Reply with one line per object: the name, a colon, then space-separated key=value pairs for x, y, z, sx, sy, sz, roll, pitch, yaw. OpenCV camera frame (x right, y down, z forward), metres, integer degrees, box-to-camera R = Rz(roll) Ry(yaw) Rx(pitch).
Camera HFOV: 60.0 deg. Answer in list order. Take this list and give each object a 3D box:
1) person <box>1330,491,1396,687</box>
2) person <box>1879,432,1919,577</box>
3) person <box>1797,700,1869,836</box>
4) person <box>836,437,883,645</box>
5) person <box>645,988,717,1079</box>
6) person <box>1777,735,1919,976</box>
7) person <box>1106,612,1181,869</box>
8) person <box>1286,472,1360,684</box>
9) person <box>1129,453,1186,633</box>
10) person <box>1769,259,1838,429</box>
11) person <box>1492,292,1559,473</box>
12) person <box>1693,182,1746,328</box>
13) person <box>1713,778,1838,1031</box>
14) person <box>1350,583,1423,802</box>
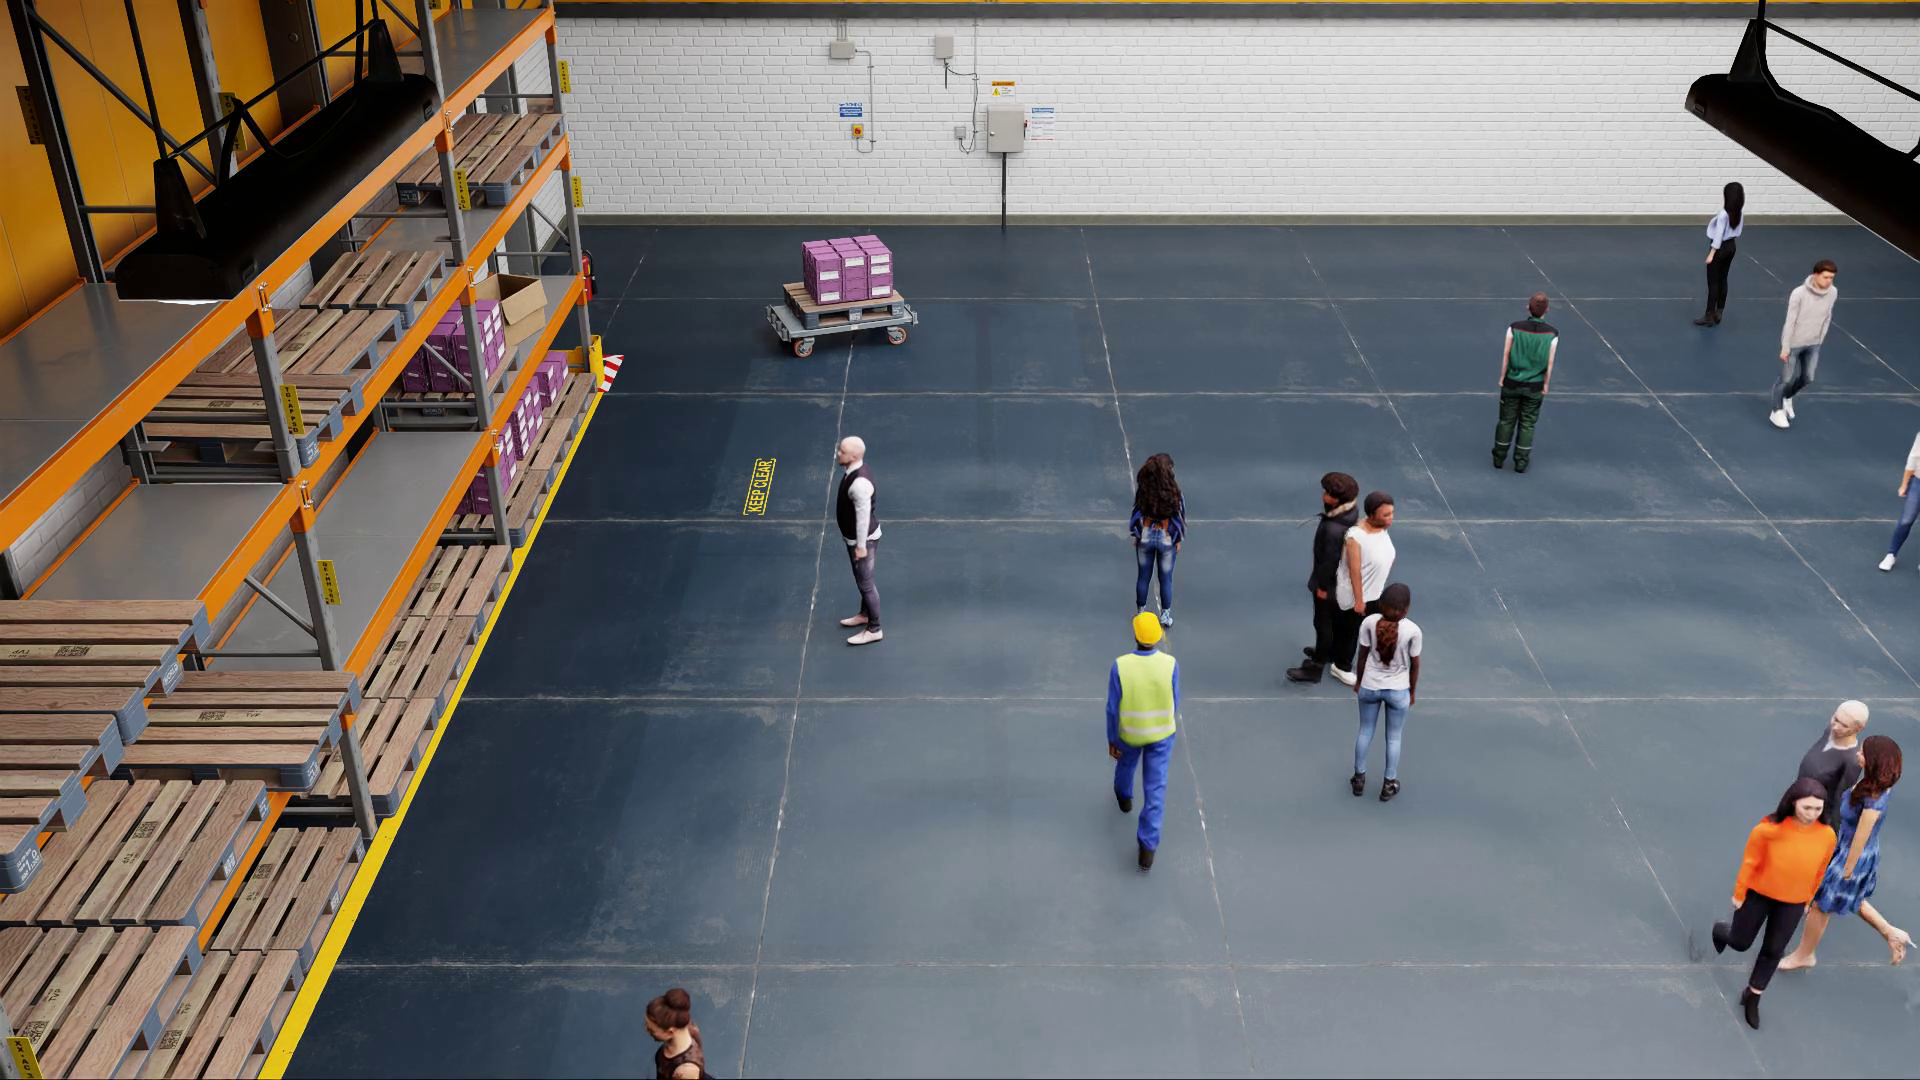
person: x=3.109 y=0.366 z=13.020 sx=0.870 sy=1.673 sz=0.930 roll=-23 pitch=36 yaw=-36
person: x=8.467 y=-0.467 z=14.502 sx=0.696 sy=1.716 sz=0.691 roll=13 pitch=31 yaw=23
person: x=5.487 y=1.685 z=10.560 sx=0.761 sy=1.712 sz=0.563 roll=4 pitch=29 yaw=7
person: x=-0.814 y=-0.017 z=13.568 sx=0.790 sy=1.820 sz=0.604 roll=-6 pitch=29 yaw=-11
person: x=-1.353 y=2.897 z=8.379 sx=0.918 sy=1.674 sz=0.713 roll=-6 pitch=29 yaw=-11
person: x=5.417 y=1.965 z=9.969 sx=0.977 sy=1.787 sz=1.021 roll=15 pitch=32 yaw=25
person: x=1.239 y=1.344 z=11.122 sx=0.672 sy=1.775 sz=1.160 roll=1 pitch=29 yaw=2
person: x=2.929 y=0.275 z=13.079 sx=0.799 sy=1.776 sz=0.683 roll=11 pitch=31 yaw=19
person: x=1.624 y=0.011 z=13.729 sx=0.667 sy=1.616 sz=0.651 roll=9 pitch=30 yaw=16
person: x=8.726 y=-2.093 z=17.355 sx=0.676 sy=1.838 sz=0.679 roll=-2 pitch=29 yaw=-3
person: x=5.555 y=-1.566 z=16.385 sx=0.712 sy=1.842 sz=0.707 roll=11 pitch=30 yaw=19
person: x=9.105 y=-3.417 z=19.880 sx=0.736 sy=1.744 sz=0.761 roll=-20 pitch=34 yaw=-32
person: x=4.782 y=2.064 z=9.843 sx=0.684 sy=1.735 sz=0.911 roll=2 pitch=29 yaw=4
person: x=2.989 y=1.057 z=11.704 sx=0.661 sy=1.719 sz=0.651 roll=12 pitch=31 yaw=21
